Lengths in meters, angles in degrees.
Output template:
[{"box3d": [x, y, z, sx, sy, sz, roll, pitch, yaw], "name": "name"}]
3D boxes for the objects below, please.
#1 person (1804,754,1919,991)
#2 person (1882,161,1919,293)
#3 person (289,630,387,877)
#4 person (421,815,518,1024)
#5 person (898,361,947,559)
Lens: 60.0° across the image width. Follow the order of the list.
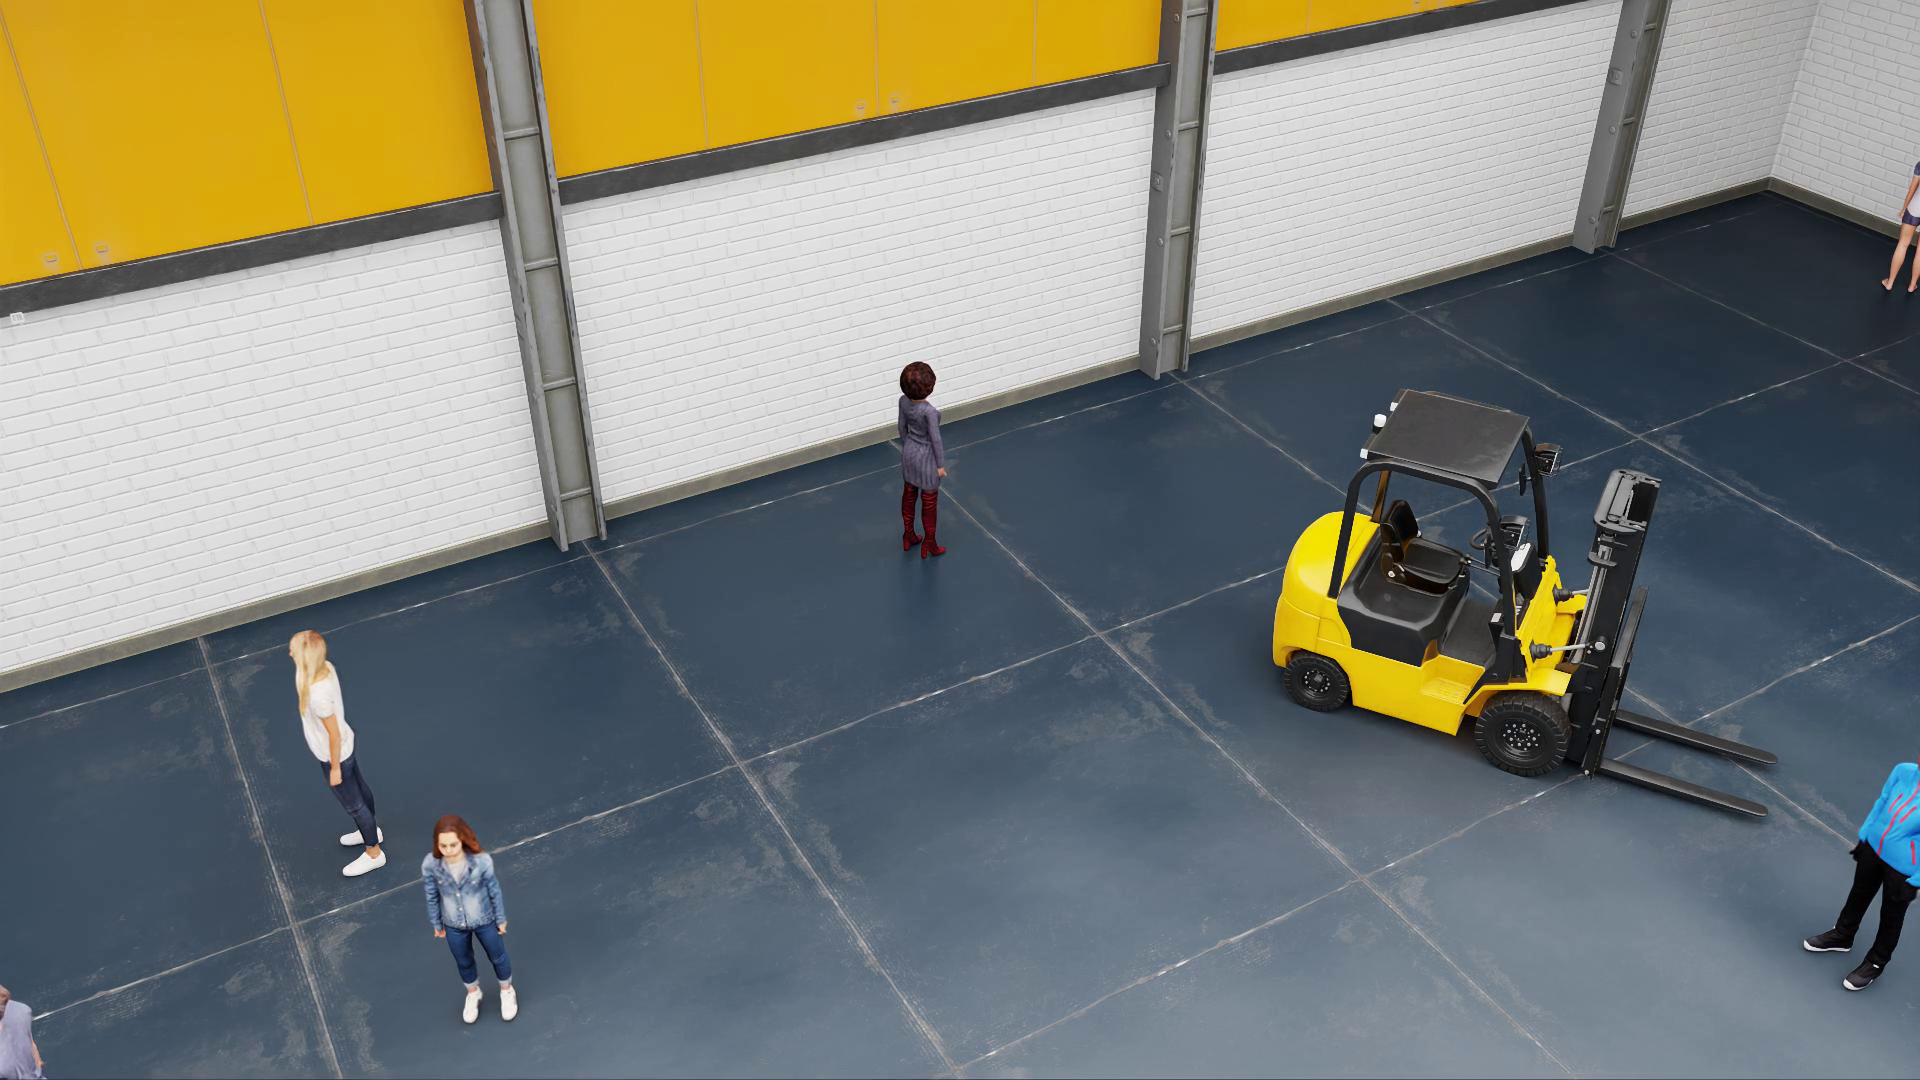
[{"box3d": [5.378, 1.810, 9.535, 0.597, 1.794, 0.643, -12, 35, -17], "name": "person"}, {"box3d": [10.146, -3.448, 17.502, 0.691, 1.732, 0.736, 11, 35, 16], "name": "person"}, {"box3d": [-3.847, 1.300, 10.289, 0.557, 1.808, 0.644, -11, 35, -16], "name": "person"}, {"box3d": [-2.755, 2.114, 9.366, 0.553, 1.475, 0.685, -4, 34, -5], "name": "person"}, {"box3d": [-0.317, -0.638, 13.294, 0.643, 1.711, 0.609, 28, 43, 35], "name": "person"}]
